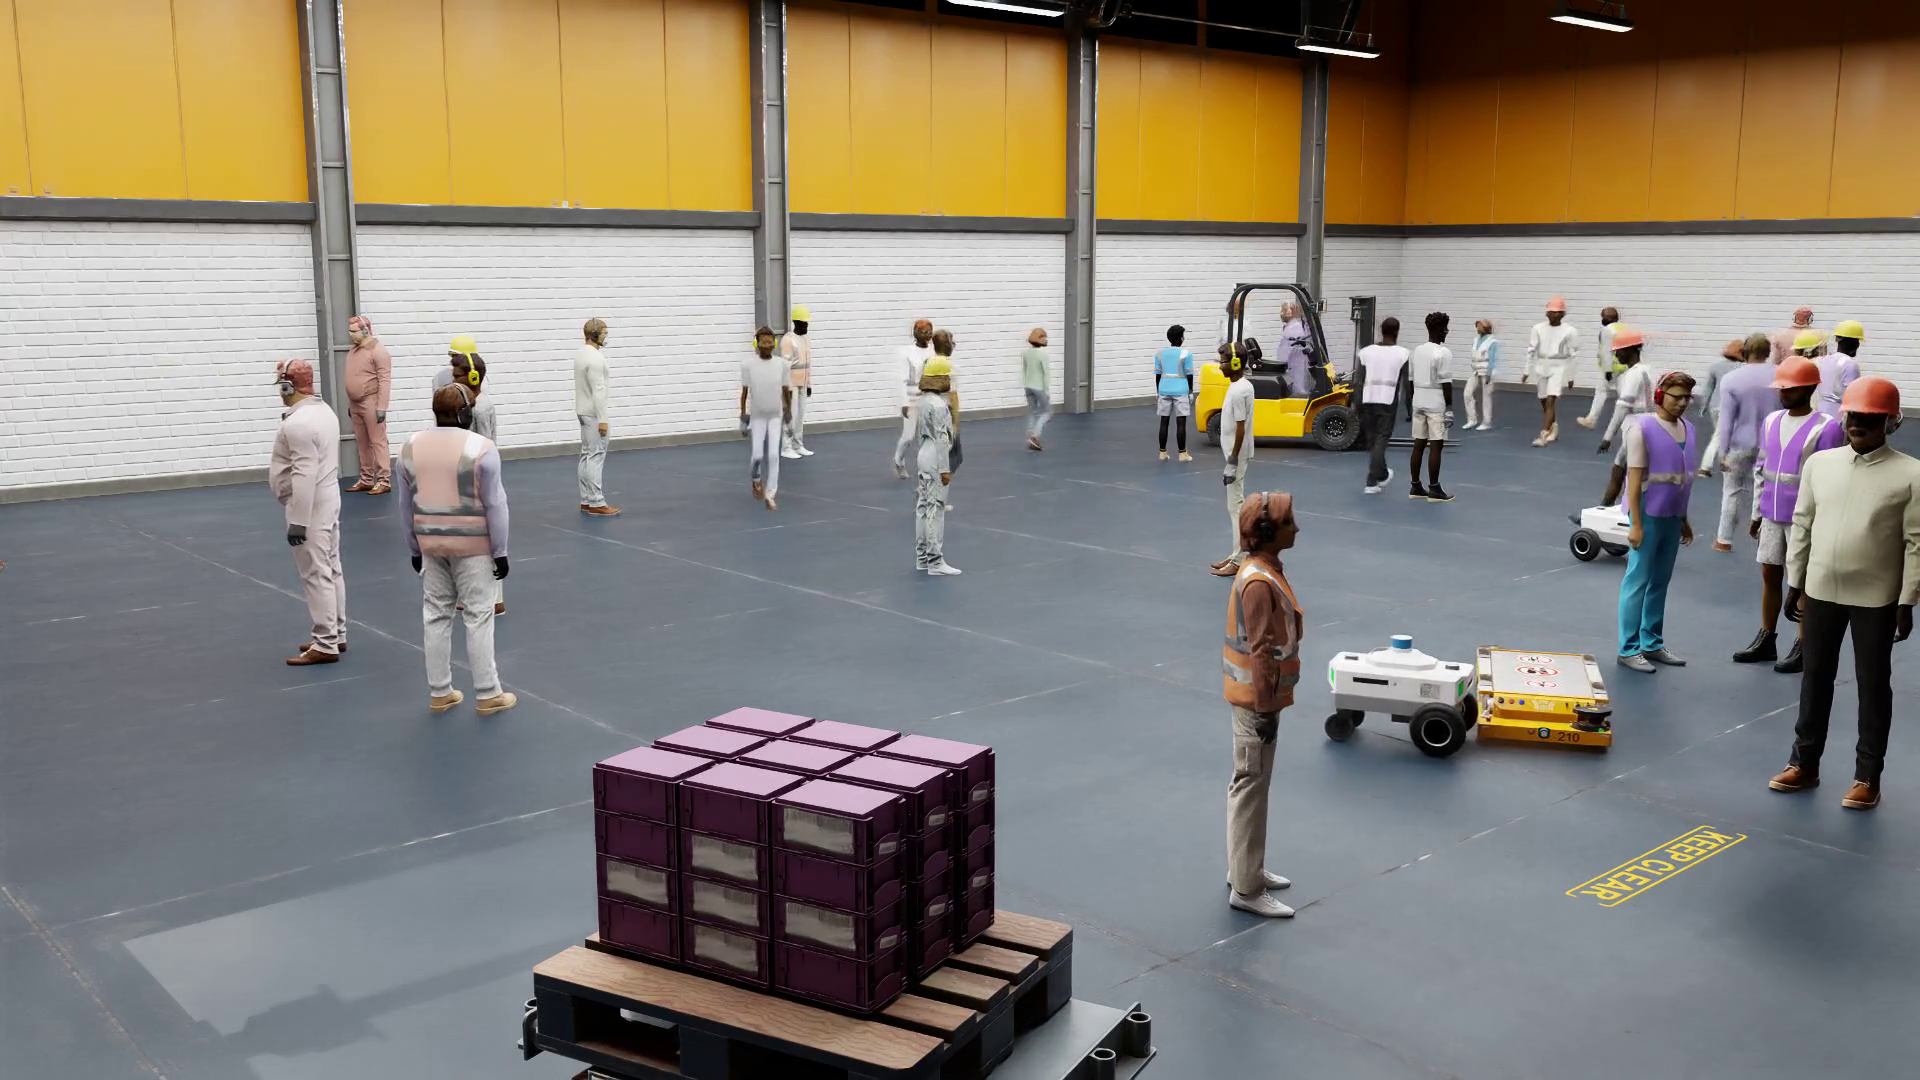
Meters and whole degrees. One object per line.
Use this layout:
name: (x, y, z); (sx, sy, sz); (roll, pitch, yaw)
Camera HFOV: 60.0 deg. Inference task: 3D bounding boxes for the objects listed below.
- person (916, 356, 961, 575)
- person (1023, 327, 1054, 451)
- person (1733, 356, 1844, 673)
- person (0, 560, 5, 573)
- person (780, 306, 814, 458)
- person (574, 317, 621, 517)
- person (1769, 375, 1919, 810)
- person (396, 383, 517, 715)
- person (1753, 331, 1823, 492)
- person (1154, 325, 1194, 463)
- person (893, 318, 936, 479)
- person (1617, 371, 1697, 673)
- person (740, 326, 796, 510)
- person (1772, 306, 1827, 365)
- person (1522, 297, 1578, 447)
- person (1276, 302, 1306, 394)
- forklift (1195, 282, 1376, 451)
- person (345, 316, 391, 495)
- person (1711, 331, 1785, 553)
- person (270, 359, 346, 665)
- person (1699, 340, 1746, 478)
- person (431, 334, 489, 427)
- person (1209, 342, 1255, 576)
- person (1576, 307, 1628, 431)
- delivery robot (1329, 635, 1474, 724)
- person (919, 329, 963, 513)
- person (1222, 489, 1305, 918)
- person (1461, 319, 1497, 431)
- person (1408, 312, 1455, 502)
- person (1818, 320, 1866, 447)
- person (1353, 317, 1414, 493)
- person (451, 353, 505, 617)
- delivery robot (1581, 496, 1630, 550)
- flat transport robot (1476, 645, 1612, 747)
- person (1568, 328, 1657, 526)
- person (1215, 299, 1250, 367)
person: (-0.183, -0.595, 13.296); (0.297, 1.744, 0.487); (-4, 10, -21)
person: (1.015, -1.949, 21.585); (0.335, 1.621, 0.500); (-9, 13, -41)
person: (5.057, -0.156, 10.161); (0.372, 1.933, 0.552); (-4, 11, -24)
person: (-7.905, -0.607, 12.923); (0.641, 1.894, 0.671); (0, 10, 0)
person: (-2.031, -1.980, 20.918); (0.429, 1.913, 0.589); (5, 11, 28)
person: (-3.574, -1.200, 16.264); (0.354, 1.936, 0.635); (-5, 11, -27)
person: (4.128, 0.234, 7.700); (0.376, 1.997, 0.612); (-8, 12, -39)
person: (-2.774, 0.051, 9.221); (0.626, 1.843, 0.430); (3, 10, 15)
person: (8.612, -1.230, 16.917); (0.620, 1.772, 0.910); (-9, 13, -42)
person: (2.642, -1.798, 20.477); (0.529, 1.694, 0.321); (6, 12, 33)
person: (-0.470, -1.536, 18.471); (0.575, 1.860, 0.850); (-5, 11, -25)
person: (4.283, -0.120, 10.234); (0.563, 1.838, 0.389); (-6, 12, -33)
person: (-1.946, -1.240, 16.791); (0.544, 1.848, 0.547); (-2, 10, -14)
person: (10.565, -1.985, 20.957); (0.641, 1.909, 0.409); (6, 12, 33)
person: (7.967, -2.265, 22.354); (0.629, 2.007, 1.029); (8, 13, 40)
person: (4.632, -2.460, 23.823); (0.895, 1.867, 0.665); (1, 10, 7)
forklift: (4.328, -2.346, 22.227); (2.313, 2.155, 1.214); (3, 10, 16)
person: (-6.338, -1.432, 17.740); (0.639, 1.902, 0.407); (7, 12, 37)
person: (6.660, -0.785, 13.941); (0.641, 1.936, 0.741); (1, 10, 6)
person: (-4.075, -0.174, 10.367); (0.399, 1.903, 0.643); (-1, 10, -6)
person: (8.789, -1.497, 19.058); (0.894, 1.569, 0.522); (-6, 11, -32)
person: (-4.462, -0.939, 15.044); (0.591, 1.834, 0.404); (4, 10, 21)
person: (2.164, -0.638, 13.197); (0.329, 1.865, 0.507); (2, 10, 12)
person: (9.446, -2.477, 24.186); (0.663, 1.782, 0.943); (-6, 11, -31)
delivery robot: (2.296, 0.740, 8.676); (0.707, 0.478, 0.477); (4, 11, 24)
person: (-0.217, -1.139, 16.234); (0.523, 1.832, 0.466); (8, 12, 38)
person: (1.169, 0.622, 6.460); (0.309, 1.645, 0.514); (2, 10, 9)
person: (7.522, -2.390, 24.130); (0.525, 1.617, 0.547); (-4, 10, -22)
person: (4.896, -1.380, 17.238); (0.367, 1.966, 0.604); (-5, 11, -25)
person: (8.454, -1.147, 15.990); (0.365, 1.927, 0.587); (0, 10, -1)
person: (4.619, -1.460, 18.010); (0.601, 1.867, 0.983); (7, 12, 35)
person: (-3.408, -0.383, 11.695); (0.328, 1.867, 0.509); (-4, 11, -25)
delivery robot: (5.504, -0.122, 13.722); (0.477, 0.478, 0.707); (-6, 11, -32)
flat transport robot: (3.206, 0.837, 9.211); (0.652, 0.197, 1.431); (3, 10, 16)
person: (5.982, -0.951, 14.962); (0.966, 1.874, 0.579); (5, 11, 27)
person: (4.517, -3.049, 27.386); (0.584, 1.841, 0.944); (7, 12, 35)
